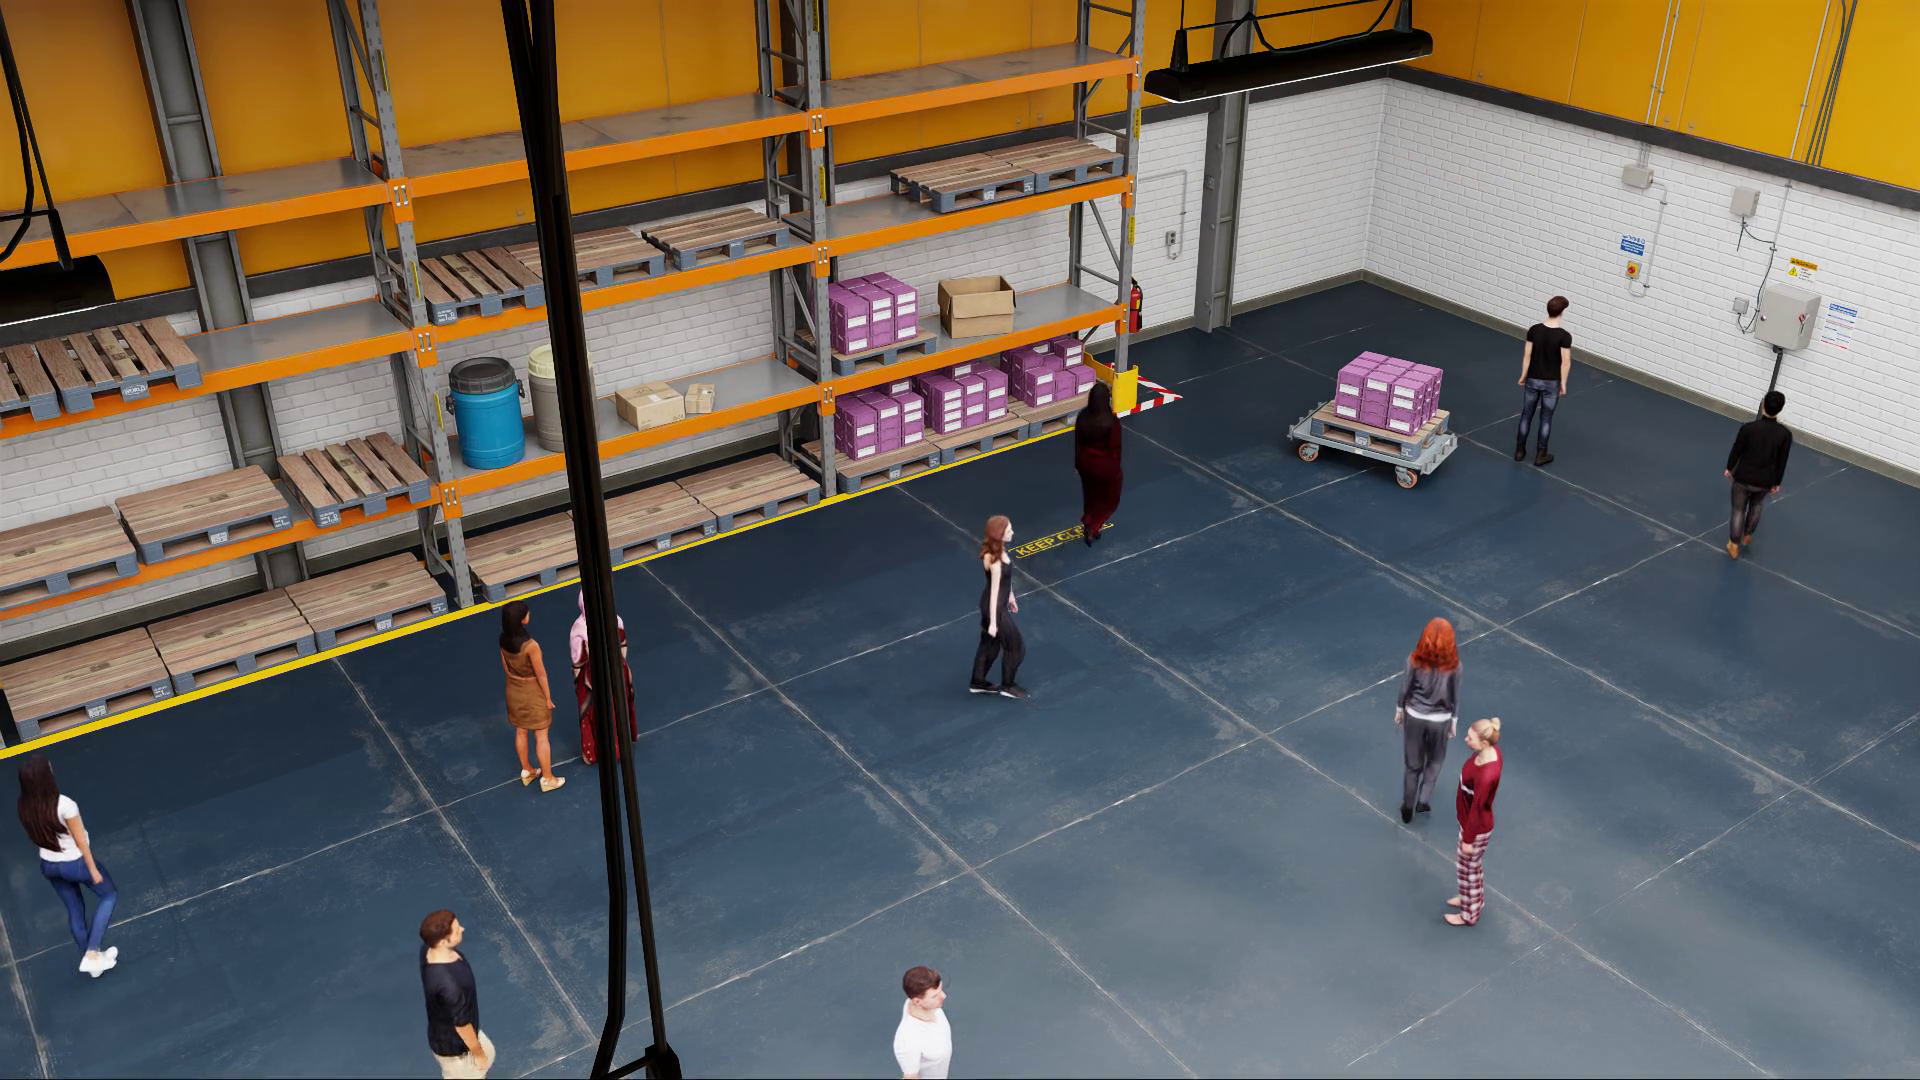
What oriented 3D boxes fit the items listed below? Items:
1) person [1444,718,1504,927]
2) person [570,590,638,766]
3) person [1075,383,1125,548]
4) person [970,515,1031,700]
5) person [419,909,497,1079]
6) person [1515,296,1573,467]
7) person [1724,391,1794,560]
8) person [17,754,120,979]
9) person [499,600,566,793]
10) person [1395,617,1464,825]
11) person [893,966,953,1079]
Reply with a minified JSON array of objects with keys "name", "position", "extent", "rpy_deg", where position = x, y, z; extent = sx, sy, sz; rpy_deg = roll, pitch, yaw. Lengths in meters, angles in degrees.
[{"name":"person","position":[3.576,1.939,11.524],"extent":[0.764,1.702,0.681],"rpy_deg":[8,30,15]},{"name":"person","position":[-2.845,1.058,13.206],"extent":[0.523,1.638,0.709],"rpy_deg":[-18,33,-29]},{"name":"person","position":[1.316,-0.672,16.270],"extent":[0.807,1.741,0.905],"rpy_deg":[18,34,30]},{"name":"person","position":[0.206,0.569,14.009],"extent":[0.896,1.728,0.826],"rpy_deg":[1,29,3]},{"name":"person","position":[-3.016,2.902,9.613],"extent":[0.660,1.841,0.710],"rpy_deg":[-15,32,-25]},{"name":"person","position":[6.327,-1.729,18.044],"extent":[0.737,1.896,0.677],"rpy_deg":[21,35,33]},{"name":"person","position":[7.733,-0.604,16.179],"extent":[0.846,1.709,0.908],"rpy_deg":[6,29,11]},{"name":"person","position":[-5.916,2.213,10.955],"extent":[0.751,1.766,0.809],"rpy_deg":[6,29,11]},{"name":"person","position":[-3.349,1.205,12.881],"extent":[0.629,1.690,0.630],"rpy_deg":[16,32,27]},{"name":"person","position":[3.483,1.411,12.423],"extent":[0.704,1.768,0.737],"rpy_deg":[9,30,16]},{"name":"person","position":[-0.216,3.094,9.249],"extent":[0.769,1.852,0.714],"rpy_deg":[4,29,8]}]
